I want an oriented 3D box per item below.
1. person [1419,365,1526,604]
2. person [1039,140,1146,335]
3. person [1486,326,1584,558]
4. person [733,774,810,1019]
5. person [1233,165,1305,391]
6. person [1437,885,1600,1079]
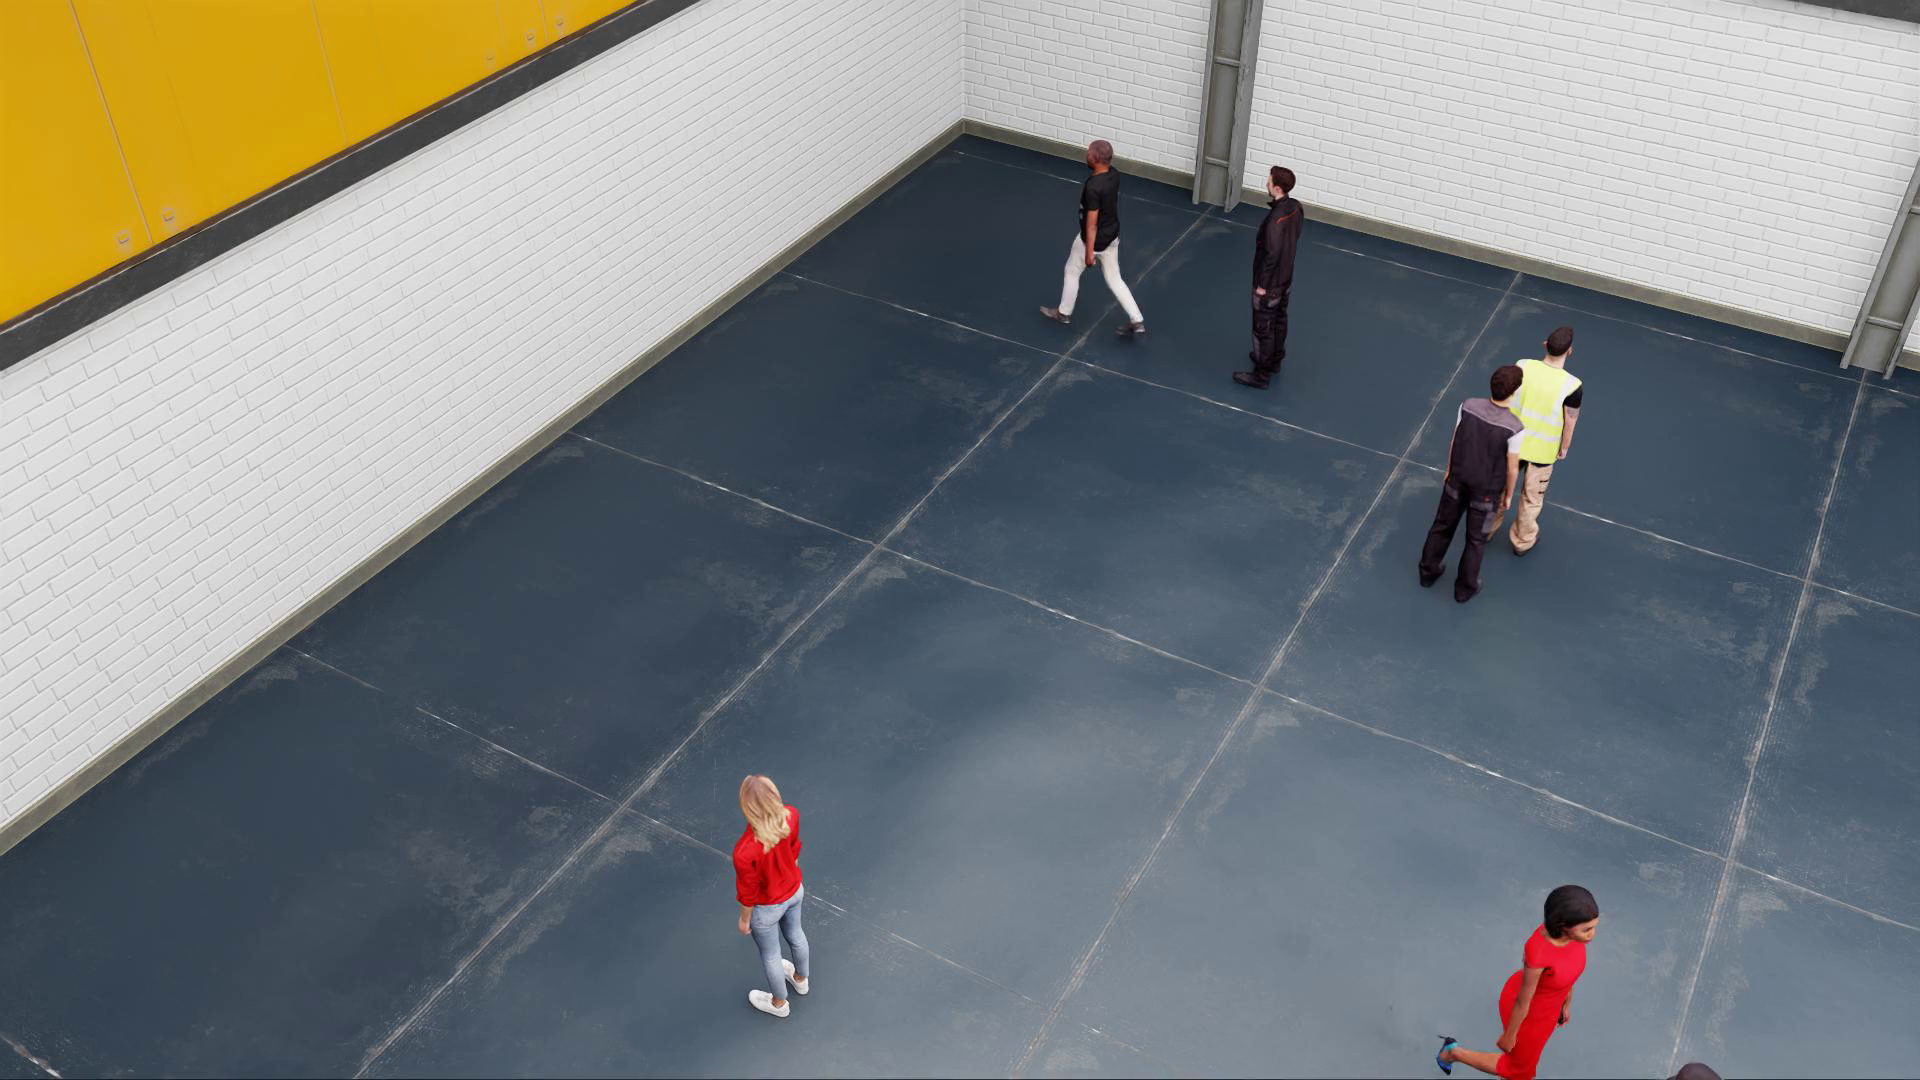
[{"bbox_3d":[3.508,-0.382,11.332,0.615,1.842,0.763,29,47,32],"label":"person"},{"bbox_3d":[1.245,-2.494,14.039,1.230,1.765,0.705,22,44,25],"label":"person"},{"bbox_3d":[4.034,-0.698,11.729,0.663,1.842,0.787,25,45,28],"label":"person"},{"bbox_3d":[-0.972,1.854,8.643,0.532,1.704,0.637,25,45,27],"label":"person"},{"bbox_3d":[2.529,-2.133,13.470,0.566,1.911,0.688,22,43,25],"label":"person"},{"bbox_3d":[2.713,2.251,8.128,0.721,1.726,0.848,-27,46,-29],"label":"person"}]
